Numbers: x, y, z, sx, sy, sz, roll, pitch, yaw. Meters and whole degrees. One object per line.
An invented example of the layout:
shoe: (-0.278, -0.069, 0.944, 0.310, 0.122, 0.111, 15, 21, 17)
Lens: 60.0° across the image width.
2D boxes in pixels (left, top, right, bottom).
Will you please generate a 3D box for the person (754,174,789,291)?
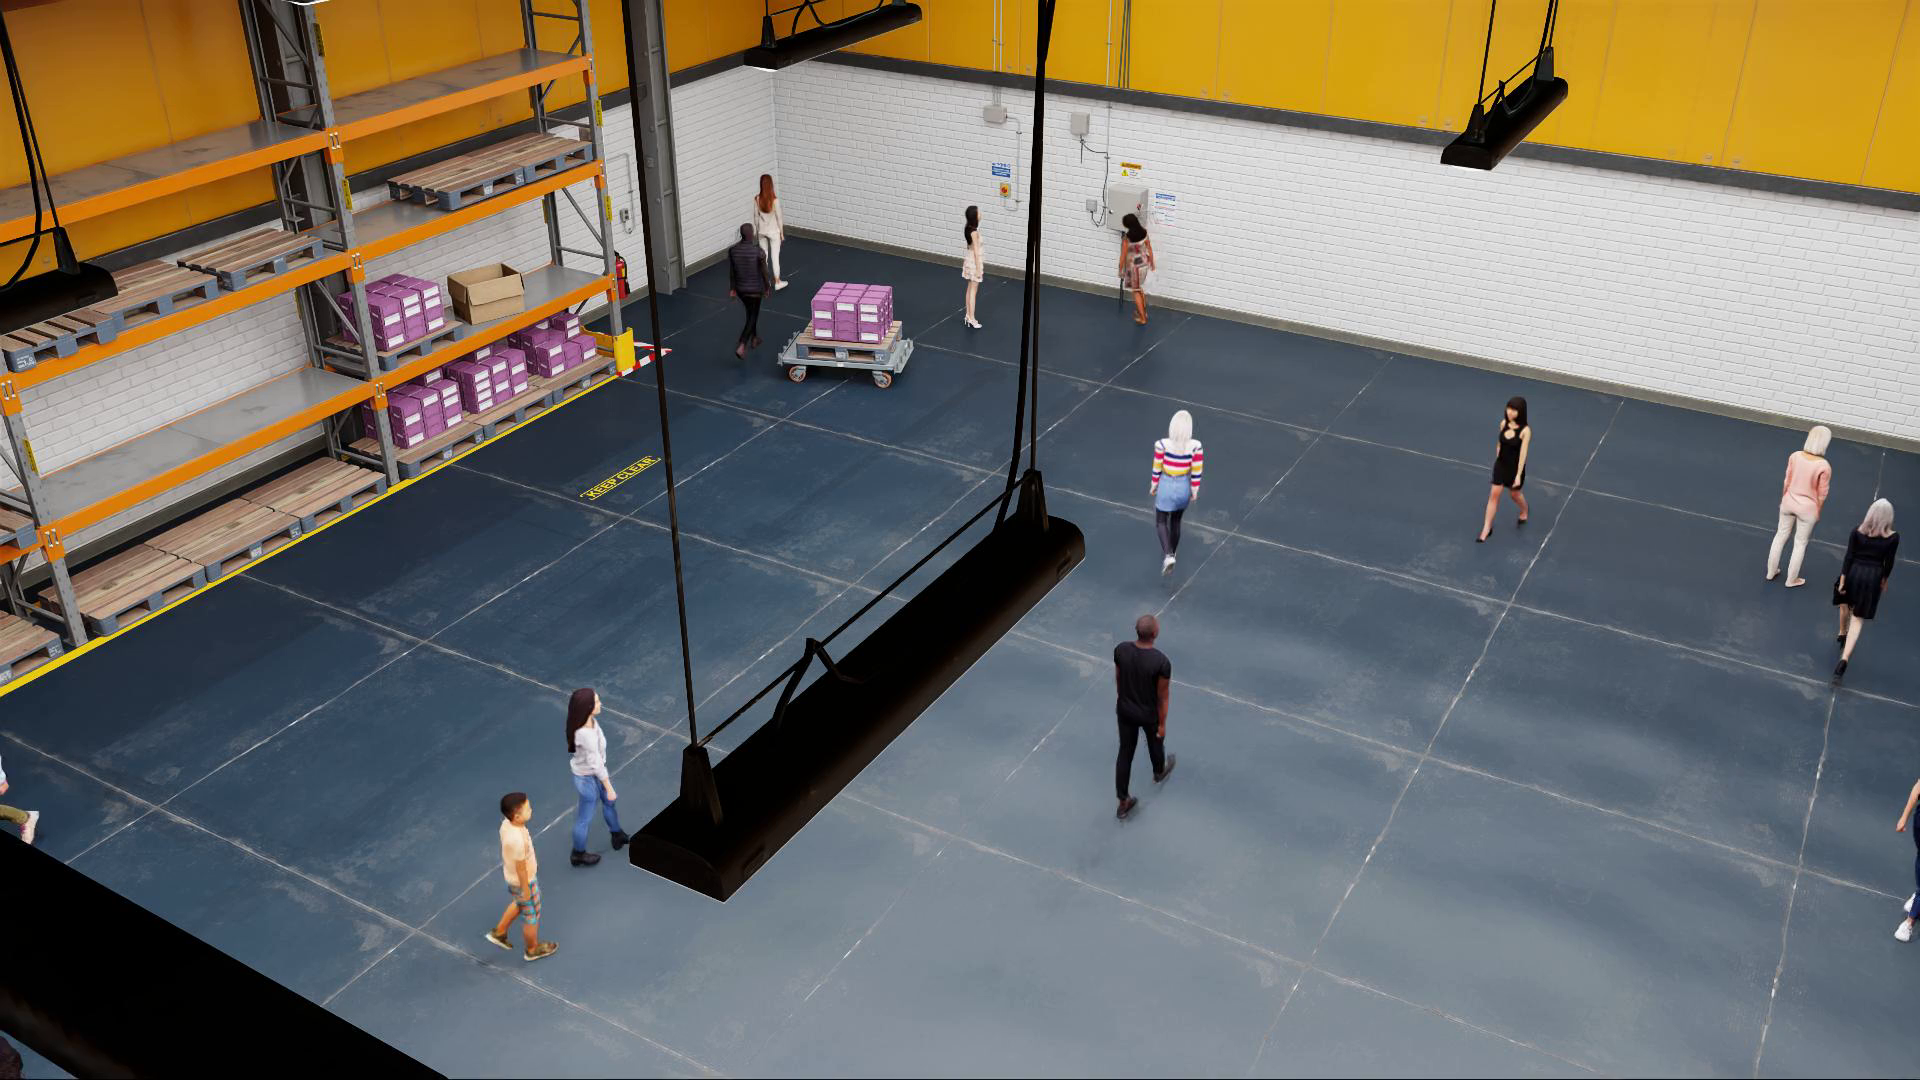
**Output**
person: (-2.818, -4.525, 24.463, 0.651, 1.708, 0.602, 9, 30, 16)

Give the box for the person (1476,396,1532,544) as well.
person: (5.893, -0.754, 17.645, 1.107, 1.618, 0.832, -21, 35, -33)

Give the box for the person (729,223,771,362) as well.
person: (-2.826, -3.258, 22.046, 0.797, 1.798, 1.205, 11, 30, 19)

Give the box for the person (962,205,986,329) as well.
person: (0.177, -3.800, 23.105, 0.714, 1.737, 0.650, -7, 29, -12)

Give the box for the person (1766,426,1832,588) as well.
person: (8.482, -0.347, 16.788, 0.656, 1.724, 0.671, -19, 34, -31)

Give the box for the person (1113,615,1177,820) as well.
person: (1.406, 1.455, 13.417, 0.687, 1.788, 1.073, 17, 33, 28)

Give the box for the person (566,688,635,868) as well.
person: (-2.952, 1.864, 12.857, 0.954, 1.607, 0.877, -11, 30, -19)

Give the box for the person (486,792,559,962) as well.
person: (-3.229, 2.434, 11.971, 0.819, 1.455, 0.734, -12, 31, -21)

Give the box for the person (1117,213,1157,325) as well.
person: (2.501, -3.769, 23.201, 0.735, 1.589, 0.839, -11, 30, -19)

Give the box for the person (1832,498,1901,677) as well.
person: (8.312, 0.467, 15.319, 0.632, 1.701, 1.183, 13, 31, 23)

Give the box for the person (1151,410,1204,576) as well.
person: (2.176, -0.461, 16.924, 0.921, 1.793, 1.060, 1, 29, 1)

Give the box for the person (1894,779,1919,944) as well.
person: (7.289, 2.079, 12.320, 1.086, 1.744, 0.820, -24, 37, -37)
